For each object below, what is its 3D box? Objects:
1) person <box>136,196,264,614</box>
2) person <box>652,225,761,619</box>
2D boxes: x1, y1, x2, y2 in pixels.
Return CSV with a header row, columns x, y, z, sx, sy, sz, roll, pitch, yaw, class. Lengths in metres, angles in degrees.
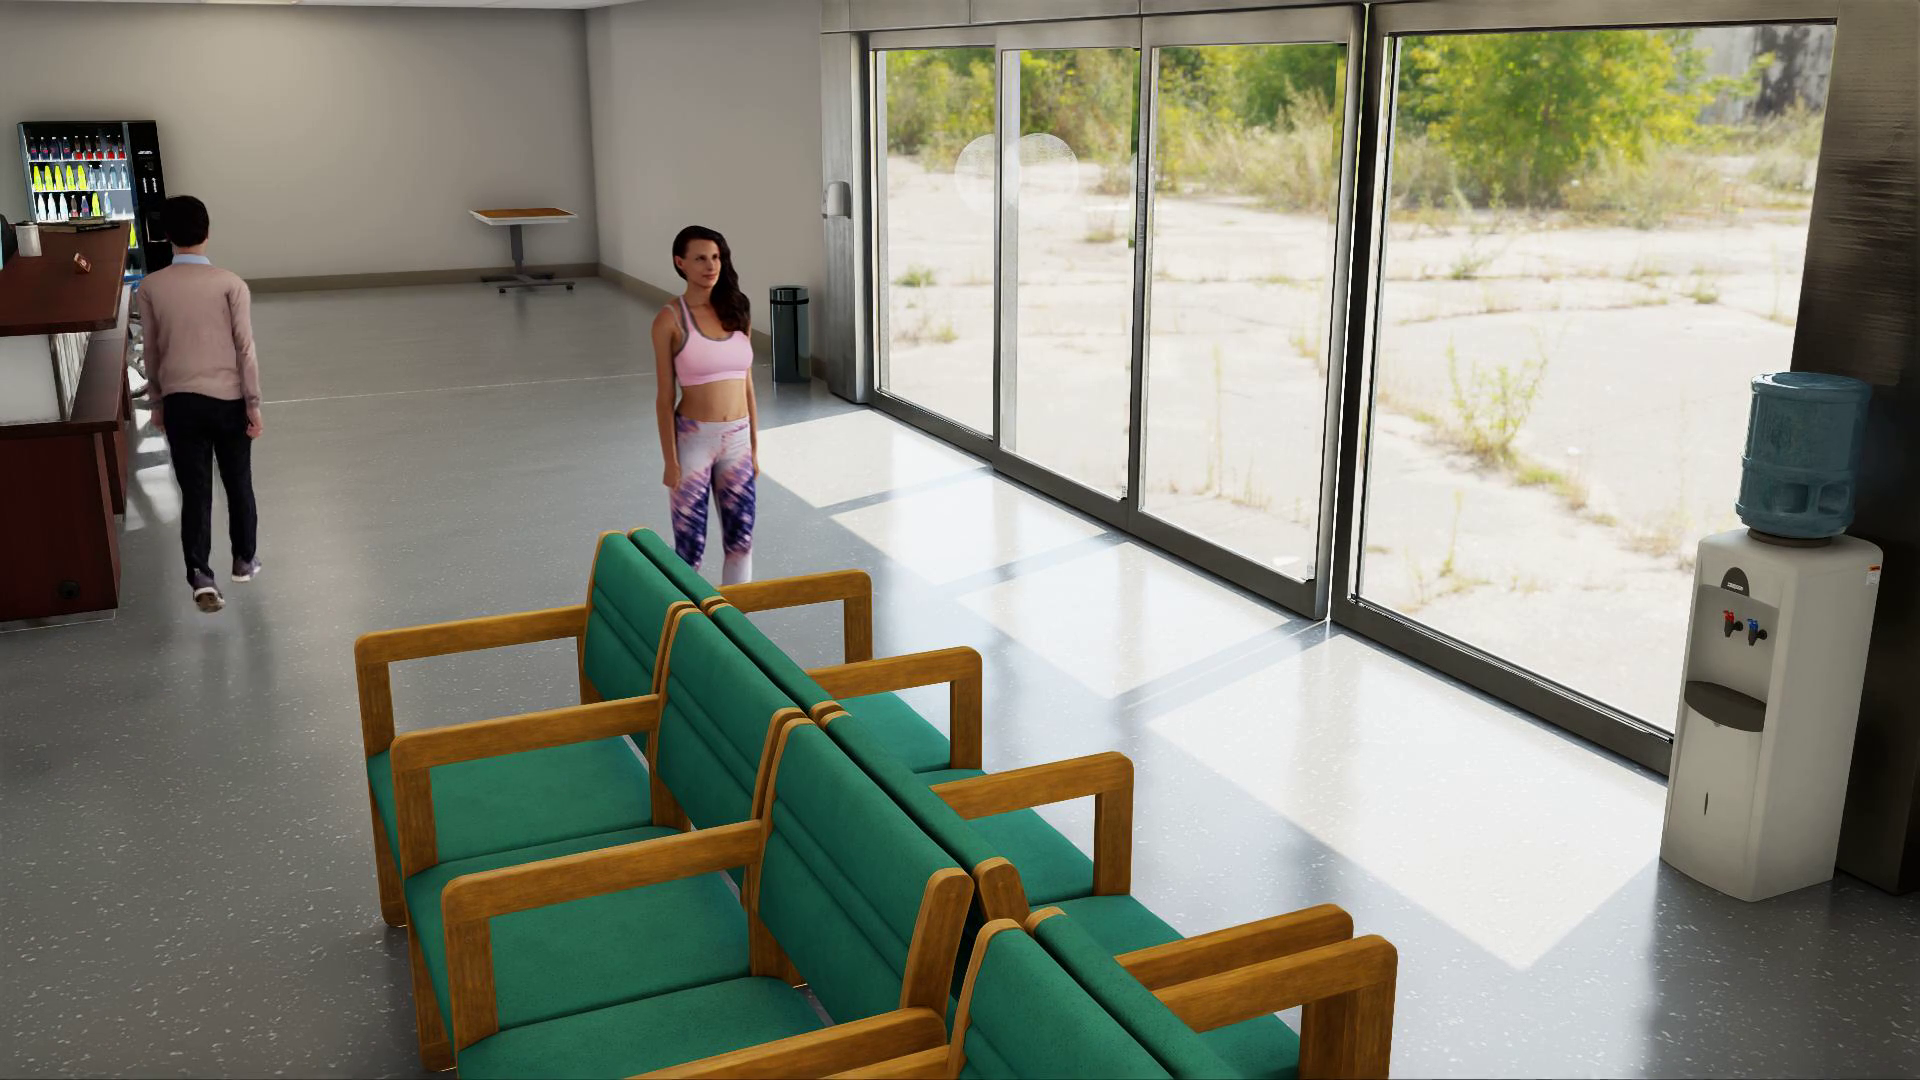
x,y,z,sx,sy,sz,roll,pitch,yaw,class
-3.295,-0.547,7.213,1.179,1.766,0.828,-4,16,-15,person
-0.970,-0.329,6.437,0.539,1.768,0.682,-13,20,-38,person
